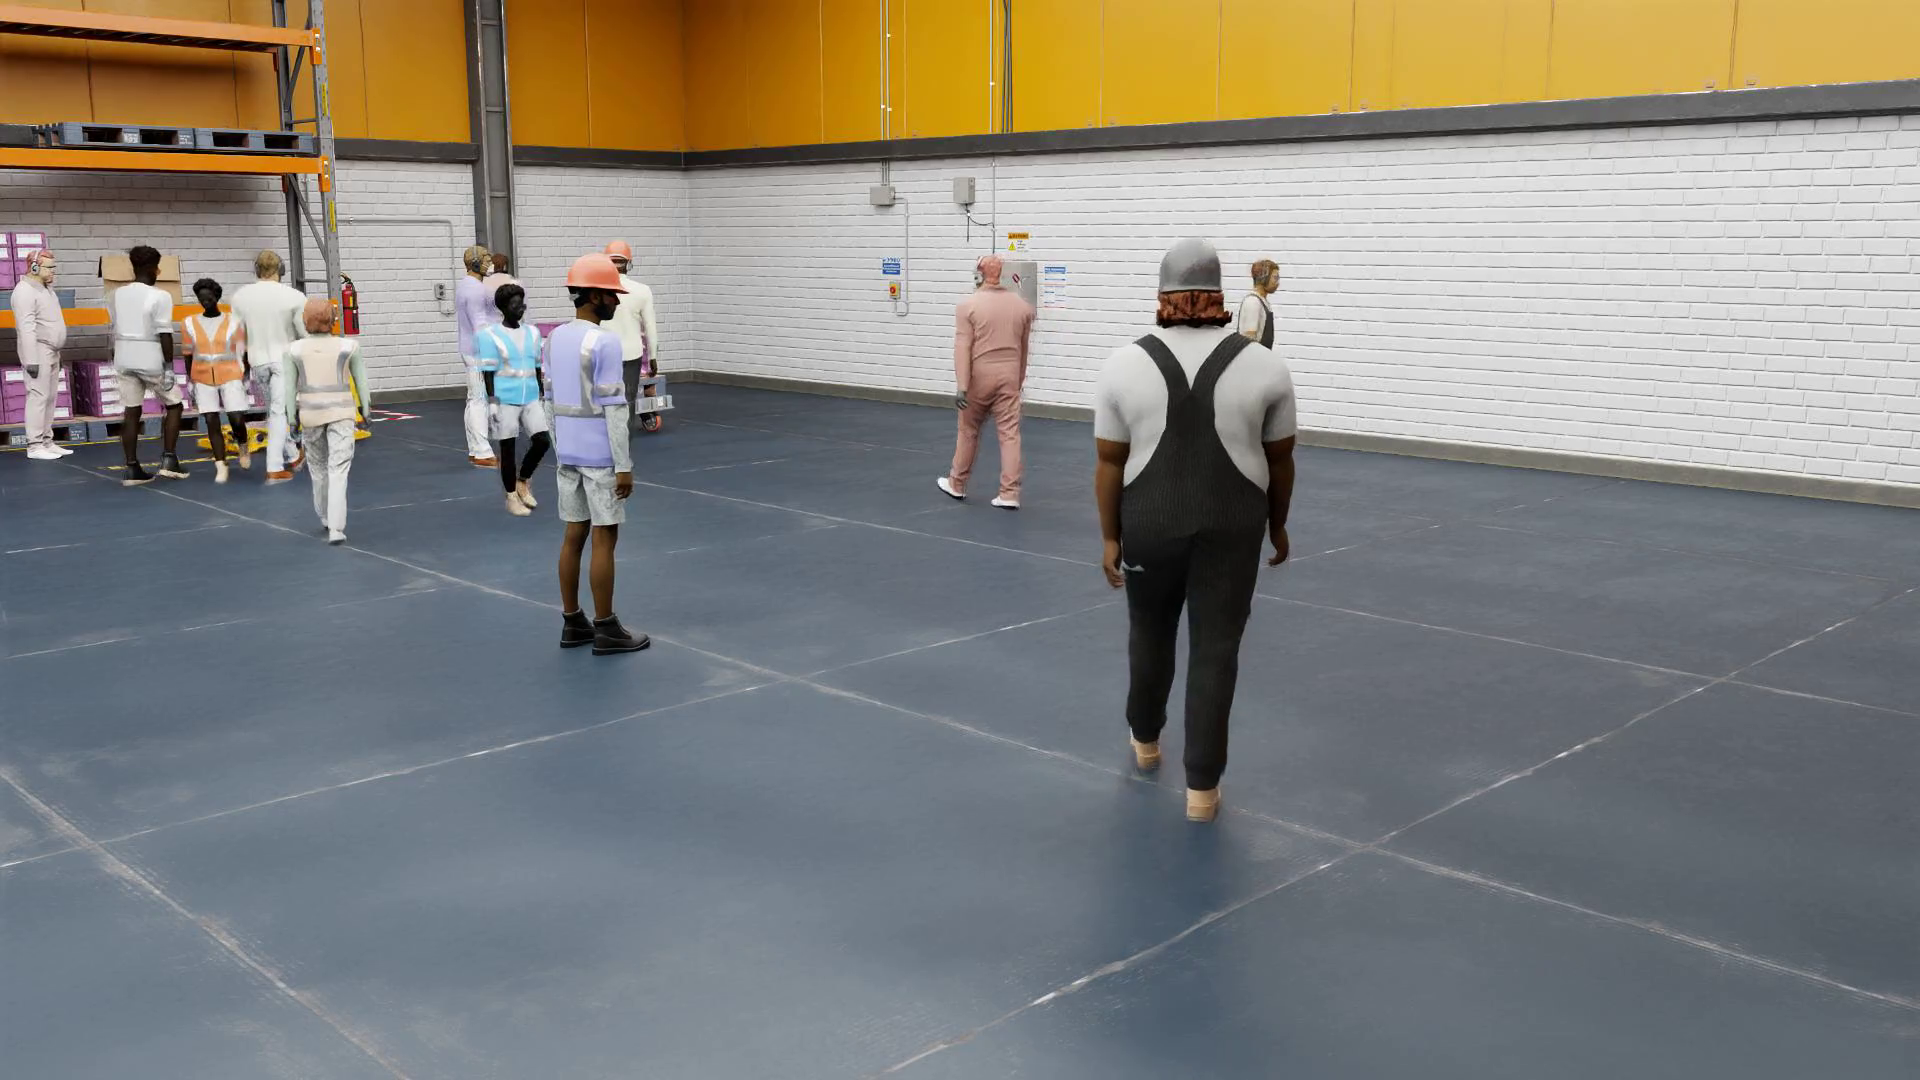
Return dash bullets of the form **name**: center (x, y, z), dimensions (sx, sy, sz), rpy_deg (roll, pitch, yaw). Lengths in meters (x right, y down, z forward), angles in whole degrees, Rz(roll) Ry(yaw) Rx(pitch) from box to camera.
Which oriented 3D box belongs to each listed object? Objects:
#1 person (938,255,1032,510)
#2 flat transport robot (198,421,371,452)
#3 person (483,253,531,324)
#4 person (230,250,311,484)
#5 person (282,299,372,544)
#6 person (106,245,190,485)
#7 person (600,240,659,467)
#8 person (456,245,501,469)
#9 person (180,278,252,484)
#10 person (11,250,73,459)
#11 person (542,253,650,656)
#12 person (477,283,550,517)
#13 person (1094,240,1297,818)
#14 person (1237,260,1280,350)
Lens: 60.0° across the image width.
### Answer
- **person**: center (0.171, -1.189, 12.487), dimensions (0.679, 1.864, 0.932), rpy_deg (-5, 12, -27)
- **flat transport robot**: center (-6.494, -1.036, 16.023), dimensions (0.652, 0.197, 1.431), rpy_deg (7, 13, 35)
- **person**: center (-5.312, -2.408, 19.288), dimensions (0.653, 1.820, 0.701), rpy_deg (2, 11, 12)
- **person**: center (-5.635, -1.447, 13.853), dimensions (0.665, 1.881, 1.007), rpy_deg (1, 10, 4)
- **person**: center (-4.216, -0.800, 11.131), dimensions (0.519, 1.594, 0.862), rpy_deg (-2, 11, -11)
- **person**: center (-6.654, -1.432, 13.621), dimensions (0.627, 1.932, 0.637), rpy_deg (2, 11, 10)
- **person**: center (-2.953, -1.622, 14.557), dimensions (0.659, 1.972, 0.706), rpy_deg (0, 10, -1)
- **person**: center (-4.175, -1.589, 14.490), dimensions (0.372, 1.940, 0.631), rpy_deg (-5, 11, -23)
- **person**: center (-6.100, -1.314, 13.690), dimensions (0.532, 1.682, 0.444), rpy_deg (-2, 11, -12)
- **person**: center (-8.316, -1.673, 15.100), dimensions (0.395, 1.891, 0.641), rpy_deg (-2, 11, -12)
- **person**: center (-1.770, -0.413, 8.082), dimensions (0.549, 1.933, 0.373), rpy_deg (9, 14, 41)
- **person**: center (-3.194, -0.996, 11.940), dimensions (0.368, 1.679, 0.542), rpy_deg (9, 14, 42)
- **person**: center (0.850, -0.090, 6.035), dimensions (0.699, 2.000, 0.948), rpy_deg (2, 11, 9)
- **person**: center (2.398, -1.366, 13.634), dimensions (0.411, 1.828, 0.578), rpy_deg (3, 11, 16)
